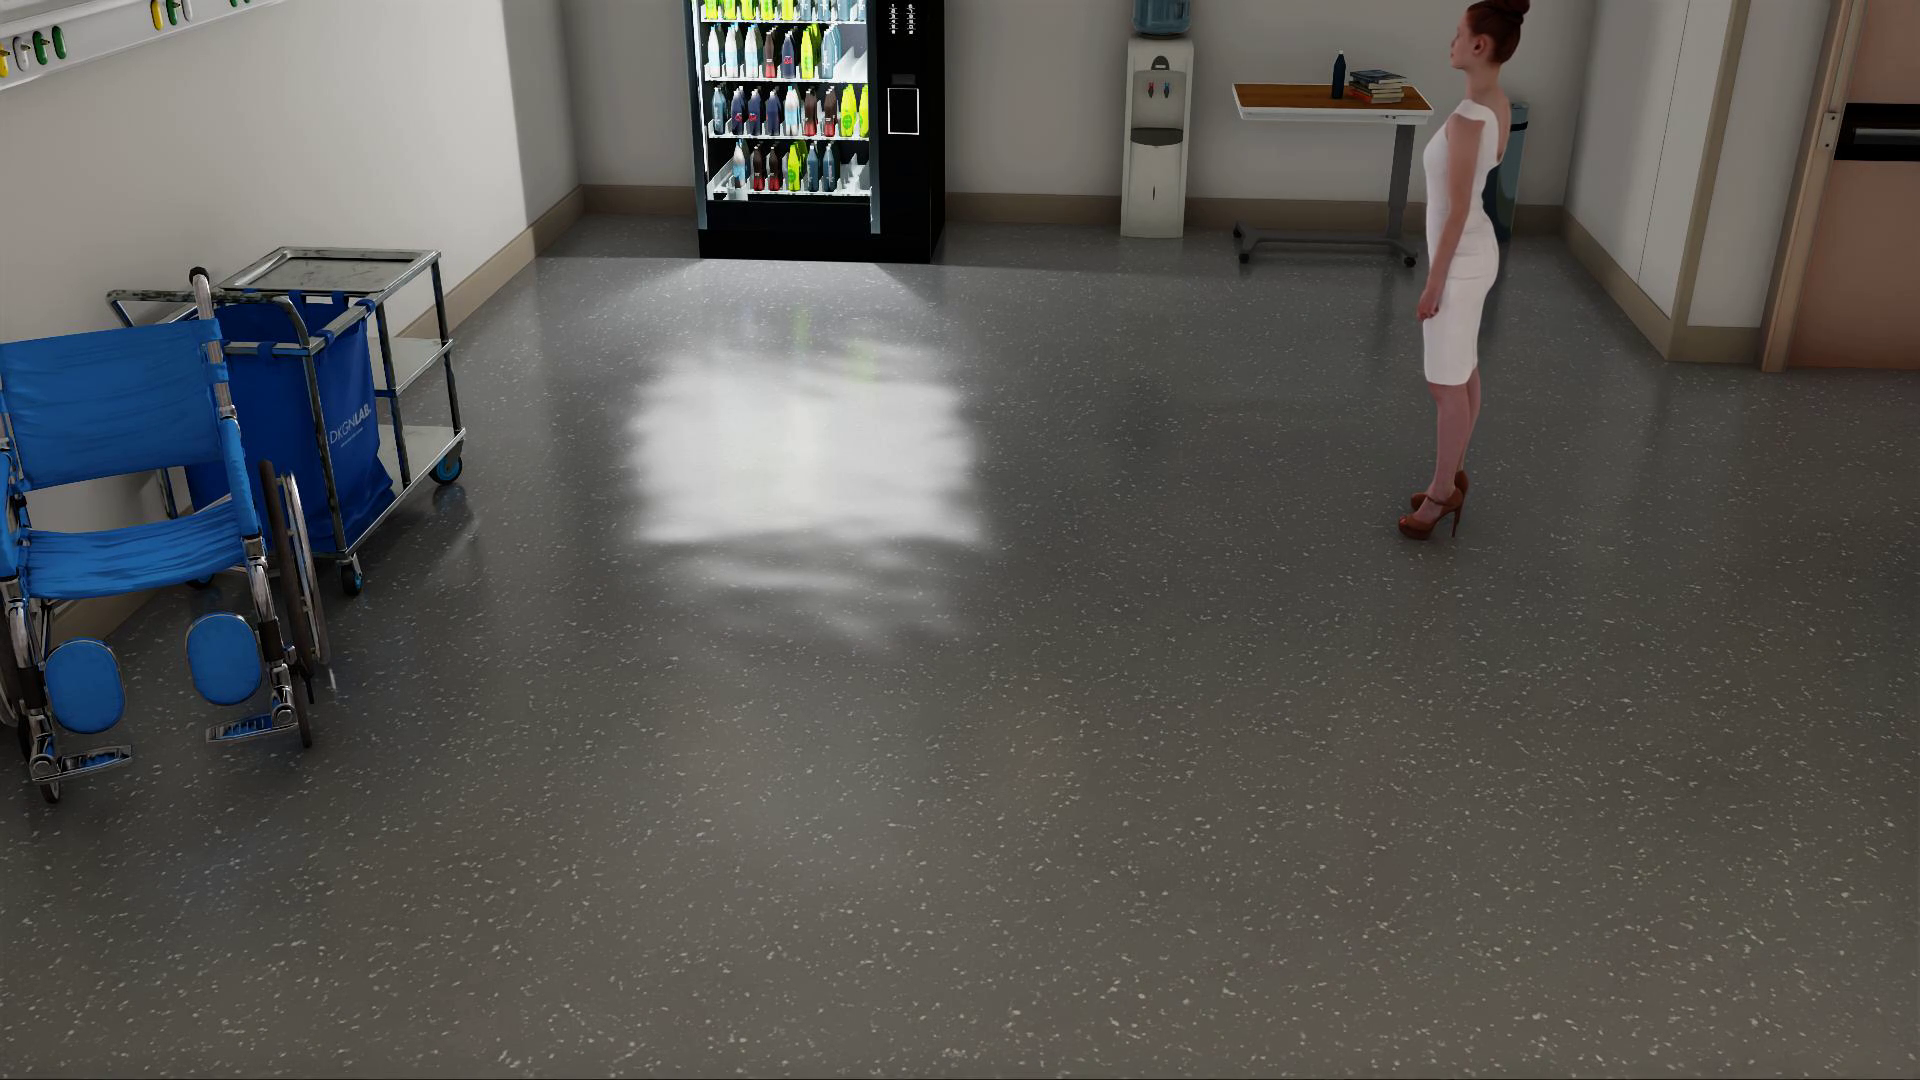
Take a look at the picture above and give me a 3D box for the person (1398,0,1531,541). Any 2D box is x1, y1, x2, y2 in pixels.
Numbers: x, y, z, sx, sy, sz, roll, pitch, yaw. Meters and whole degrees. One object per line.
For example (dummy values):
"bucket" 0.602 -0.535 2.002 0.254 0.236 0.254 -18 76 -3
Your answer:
"person" 1.614 -0.846 5.352 0.612 1.791 0.629 13 29 25
